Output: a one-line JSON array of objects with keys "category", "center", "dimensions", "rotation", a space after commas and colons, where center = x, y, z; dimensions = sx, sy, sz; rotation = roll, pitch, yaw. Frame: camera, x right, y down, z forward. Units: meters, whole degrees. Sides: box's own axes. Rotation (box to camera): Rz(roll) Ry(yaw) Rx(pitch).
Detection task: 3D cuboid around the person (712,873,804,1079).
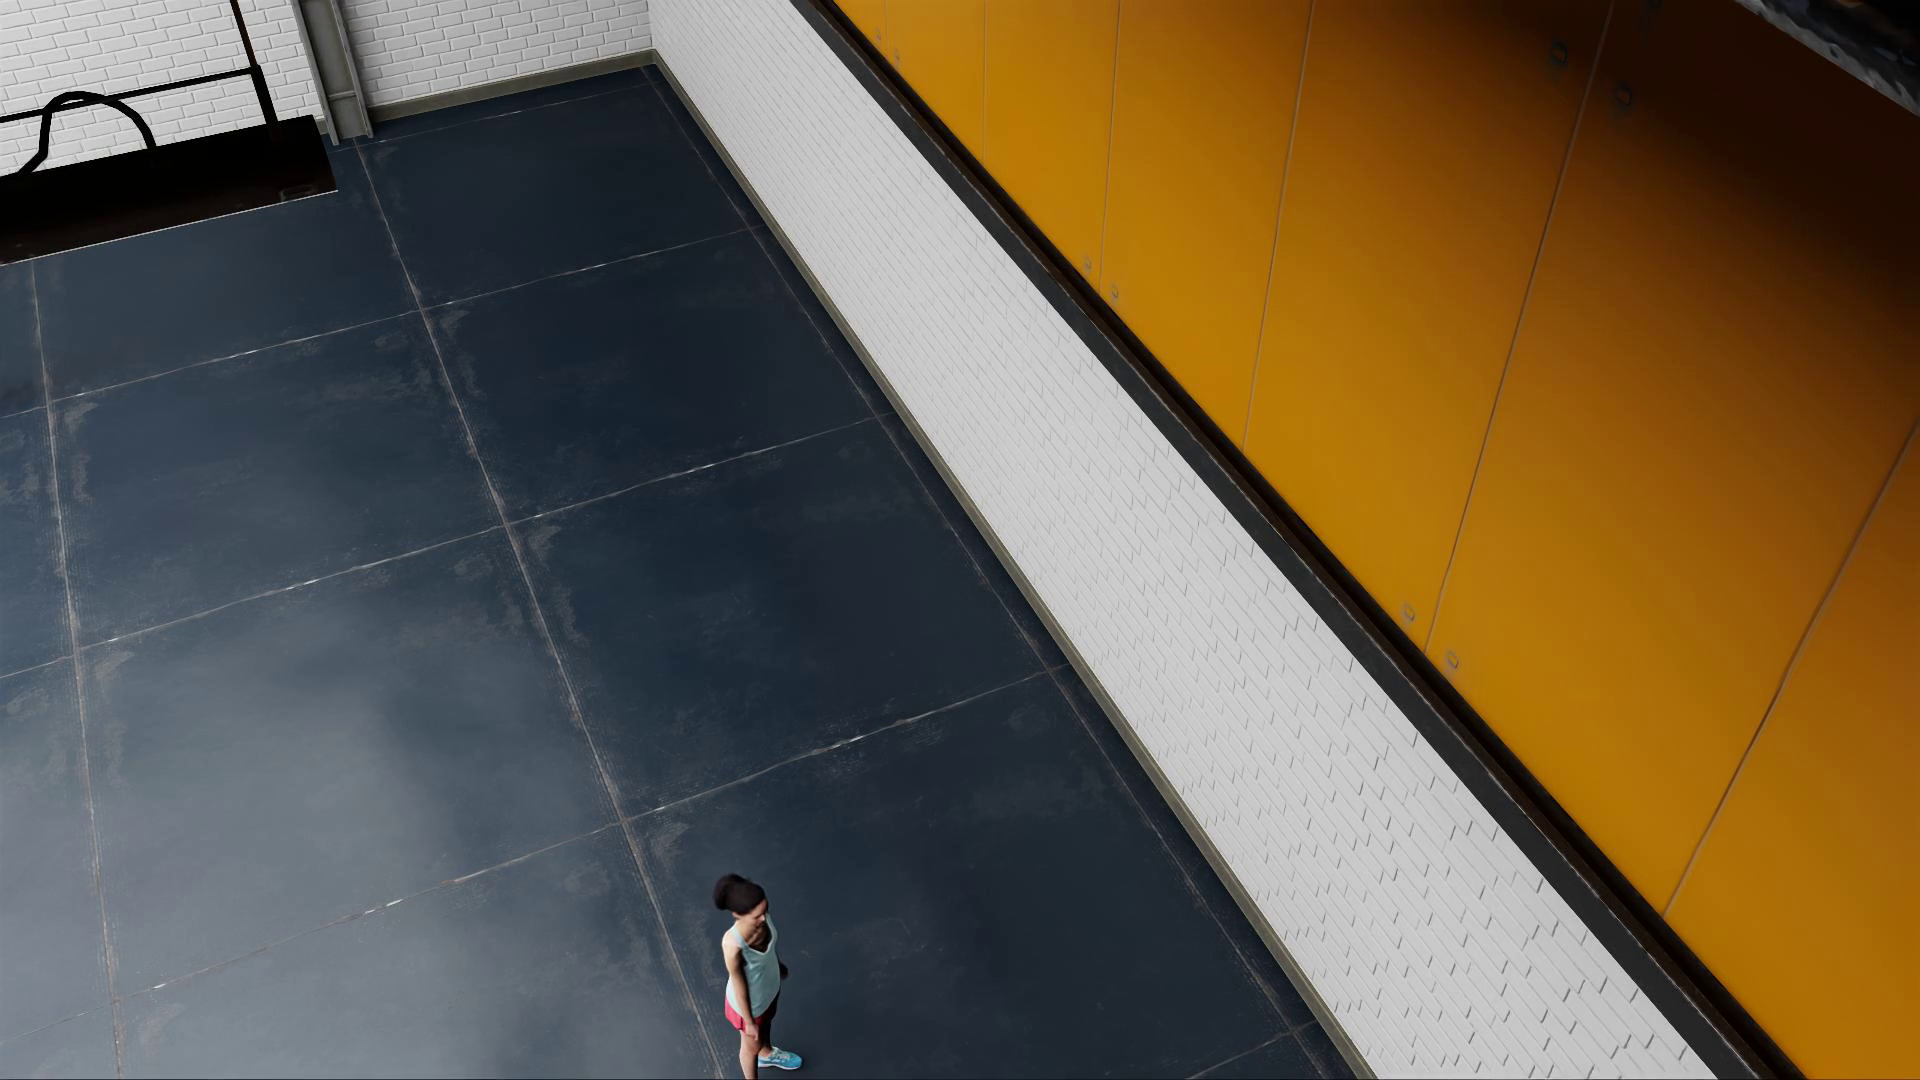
[{"category": "person", "center": [-1.046, 2.310, 8.547], "dimensions": [0.747, 1.773, 0.694], "rotation": [12, 45, 12]}]
